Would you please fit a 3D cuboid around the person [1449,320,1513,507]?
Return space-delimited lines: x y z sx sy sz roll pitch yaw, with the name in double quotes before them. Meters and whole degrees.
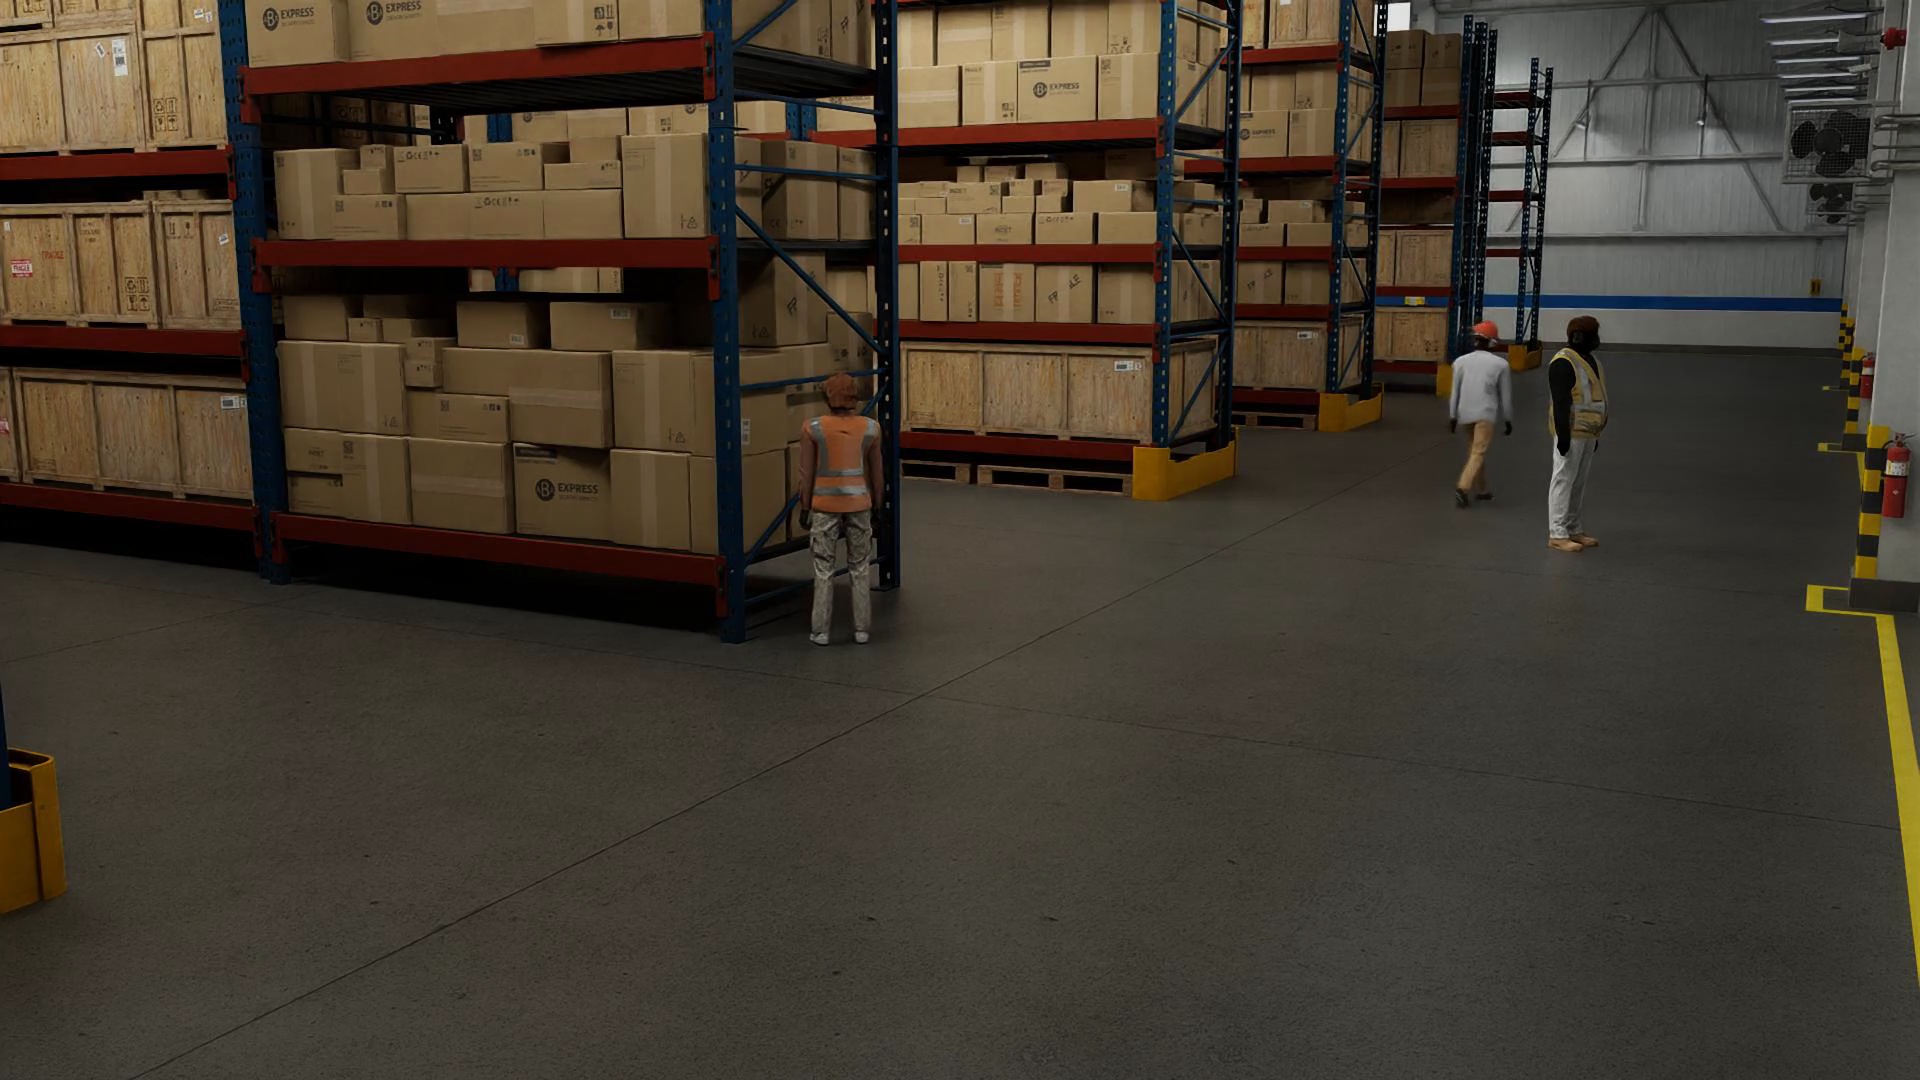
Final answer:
"person" 4.794 -1.169 15.385 0.845 1.719 0.574 -9 14 -43

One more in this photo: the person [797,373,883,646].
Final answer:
"person" -0.710 -0.175 9.879 0.518 1.632 0.314 -3 10 -16

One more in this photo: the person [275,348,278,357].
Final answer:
"person" -8.020 -1.985 19.467 0.362 1.935 0.553 -3 10 -17

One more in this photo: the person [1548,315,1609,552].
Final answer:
"person" 4.863 -0.837 13.093 0.429 1.846 0.627 9 13 42
